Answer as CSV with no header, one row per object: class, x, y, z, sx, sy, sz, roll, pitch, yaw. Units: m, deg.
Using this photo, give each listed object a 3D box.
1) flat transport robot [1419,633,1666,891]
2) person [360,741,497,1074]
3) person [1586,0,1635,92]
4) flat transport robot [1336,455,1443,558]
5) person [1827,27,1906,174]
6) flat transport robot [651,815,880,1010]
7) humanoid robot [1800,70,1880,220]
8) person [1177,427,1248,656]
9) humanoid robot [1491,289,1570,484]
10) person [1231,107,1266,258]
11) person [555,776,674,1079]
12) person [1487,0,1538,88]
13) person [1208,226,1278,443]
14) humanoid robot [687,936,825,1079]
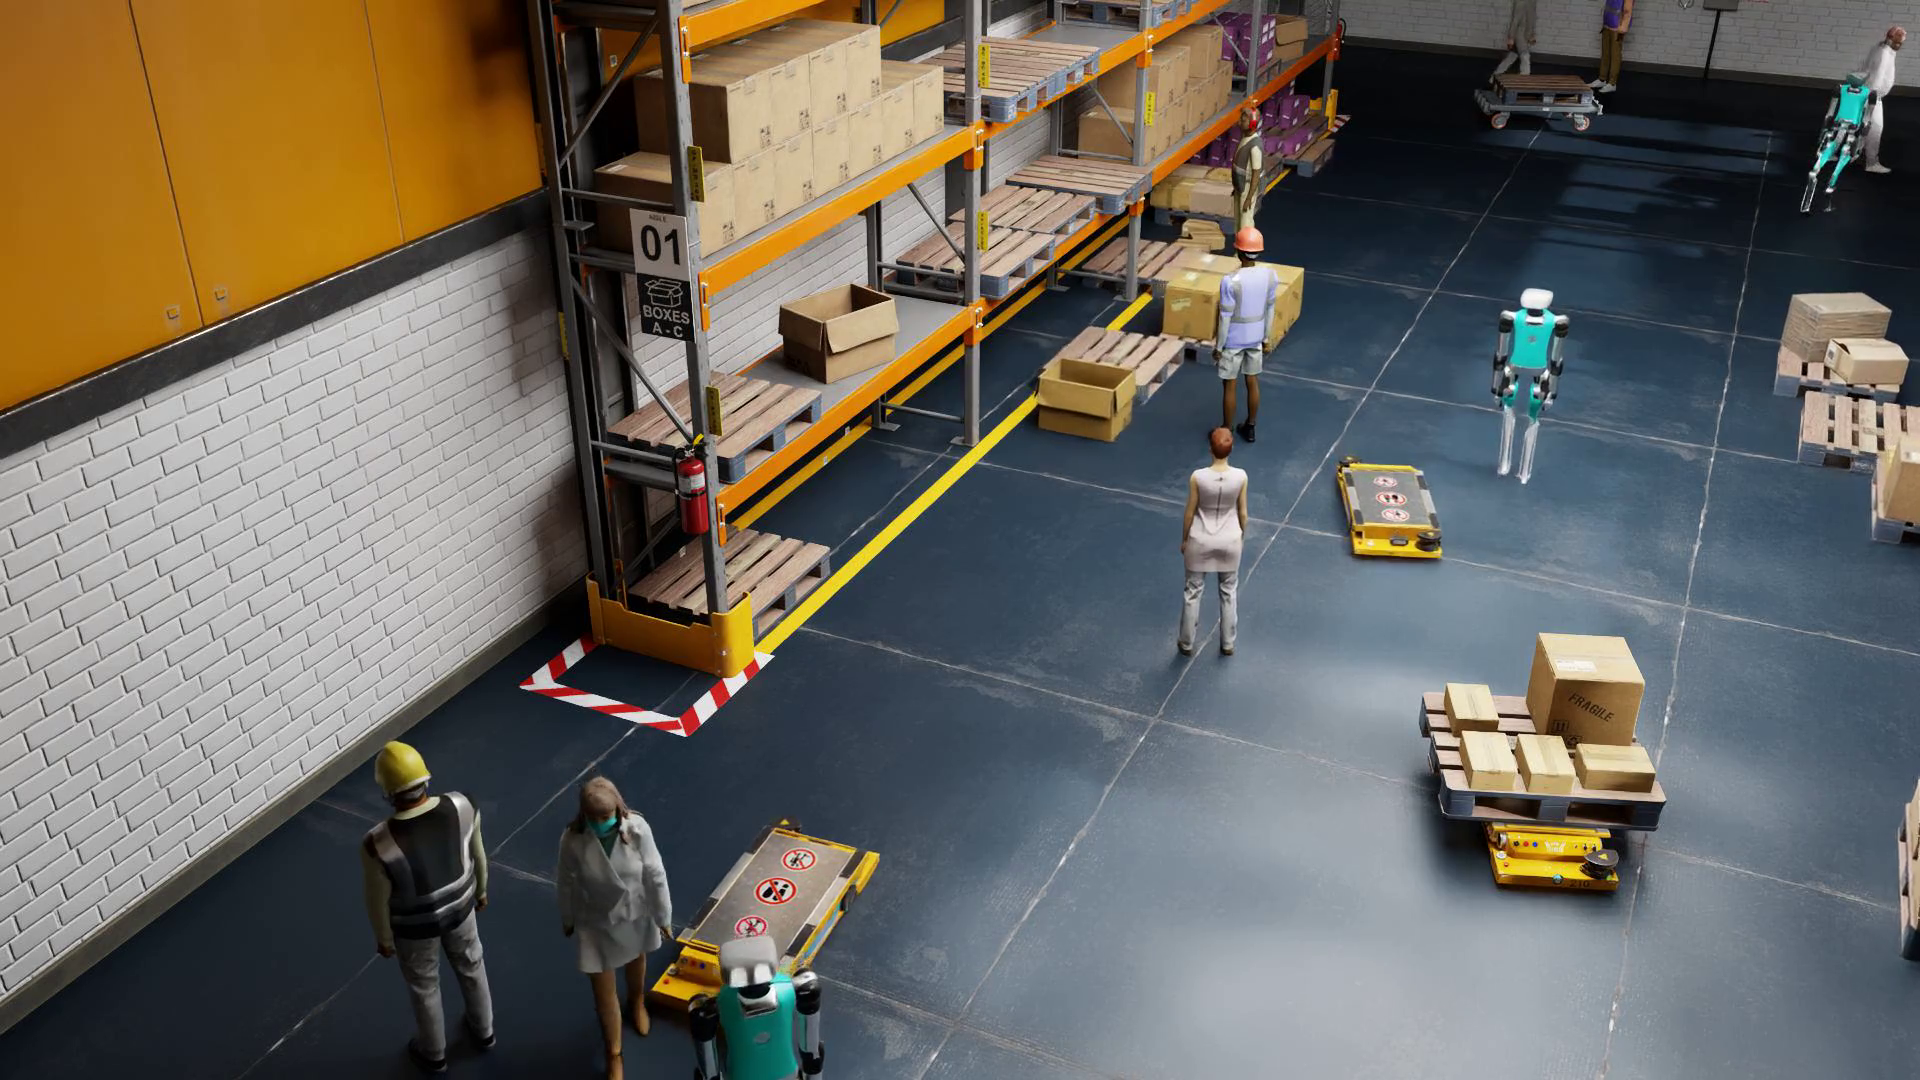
flat transport robot,3.405,1.537,9.878,0.659,0.231,1.431,3,28,5
person,-2.505,1.739,7.871,0.593,1.821,0.403,-24,37,-37
person,10.114,-7.917,25.656,0.399,1.930,0.544,-6,29,-11
flat transport robot,3.401,-0.272,13.233,0.659,0.231,1.431,3,28,5
person,11.941,-5.796,21.824,0.790,1.853,0.670,8,29,14
flat transport robot,-1.016,2.030,8.964,0.659,0.231,1.431,10,30,19
humanoid robot,10.439,-4.658,19.885,0.534,1.784,1.040,23,36,36
person,1.717,0.022,11.230,0.439,1.648,0.310,0,28,0
humanoid robot,4.594,-1.276,13.557,0.549,1.764,0.816,9,30,16
person,3.112,-3.790,18.091,0.391,1.849,0.564,-3,29,-6
person,-1.615,1.837,7.867,0.507,1.627,0.738,-10,30,-17
person,8.581,-7.708,25.429,0.948,1.786,0.524,22,35,35
person,2.393,-1.725,14.171,0.550,1.936,0.354,-12,31,-21
humanoid robot,-0.896,2.262,7.057,0.534,1.842,0.864,-10,30,-17
